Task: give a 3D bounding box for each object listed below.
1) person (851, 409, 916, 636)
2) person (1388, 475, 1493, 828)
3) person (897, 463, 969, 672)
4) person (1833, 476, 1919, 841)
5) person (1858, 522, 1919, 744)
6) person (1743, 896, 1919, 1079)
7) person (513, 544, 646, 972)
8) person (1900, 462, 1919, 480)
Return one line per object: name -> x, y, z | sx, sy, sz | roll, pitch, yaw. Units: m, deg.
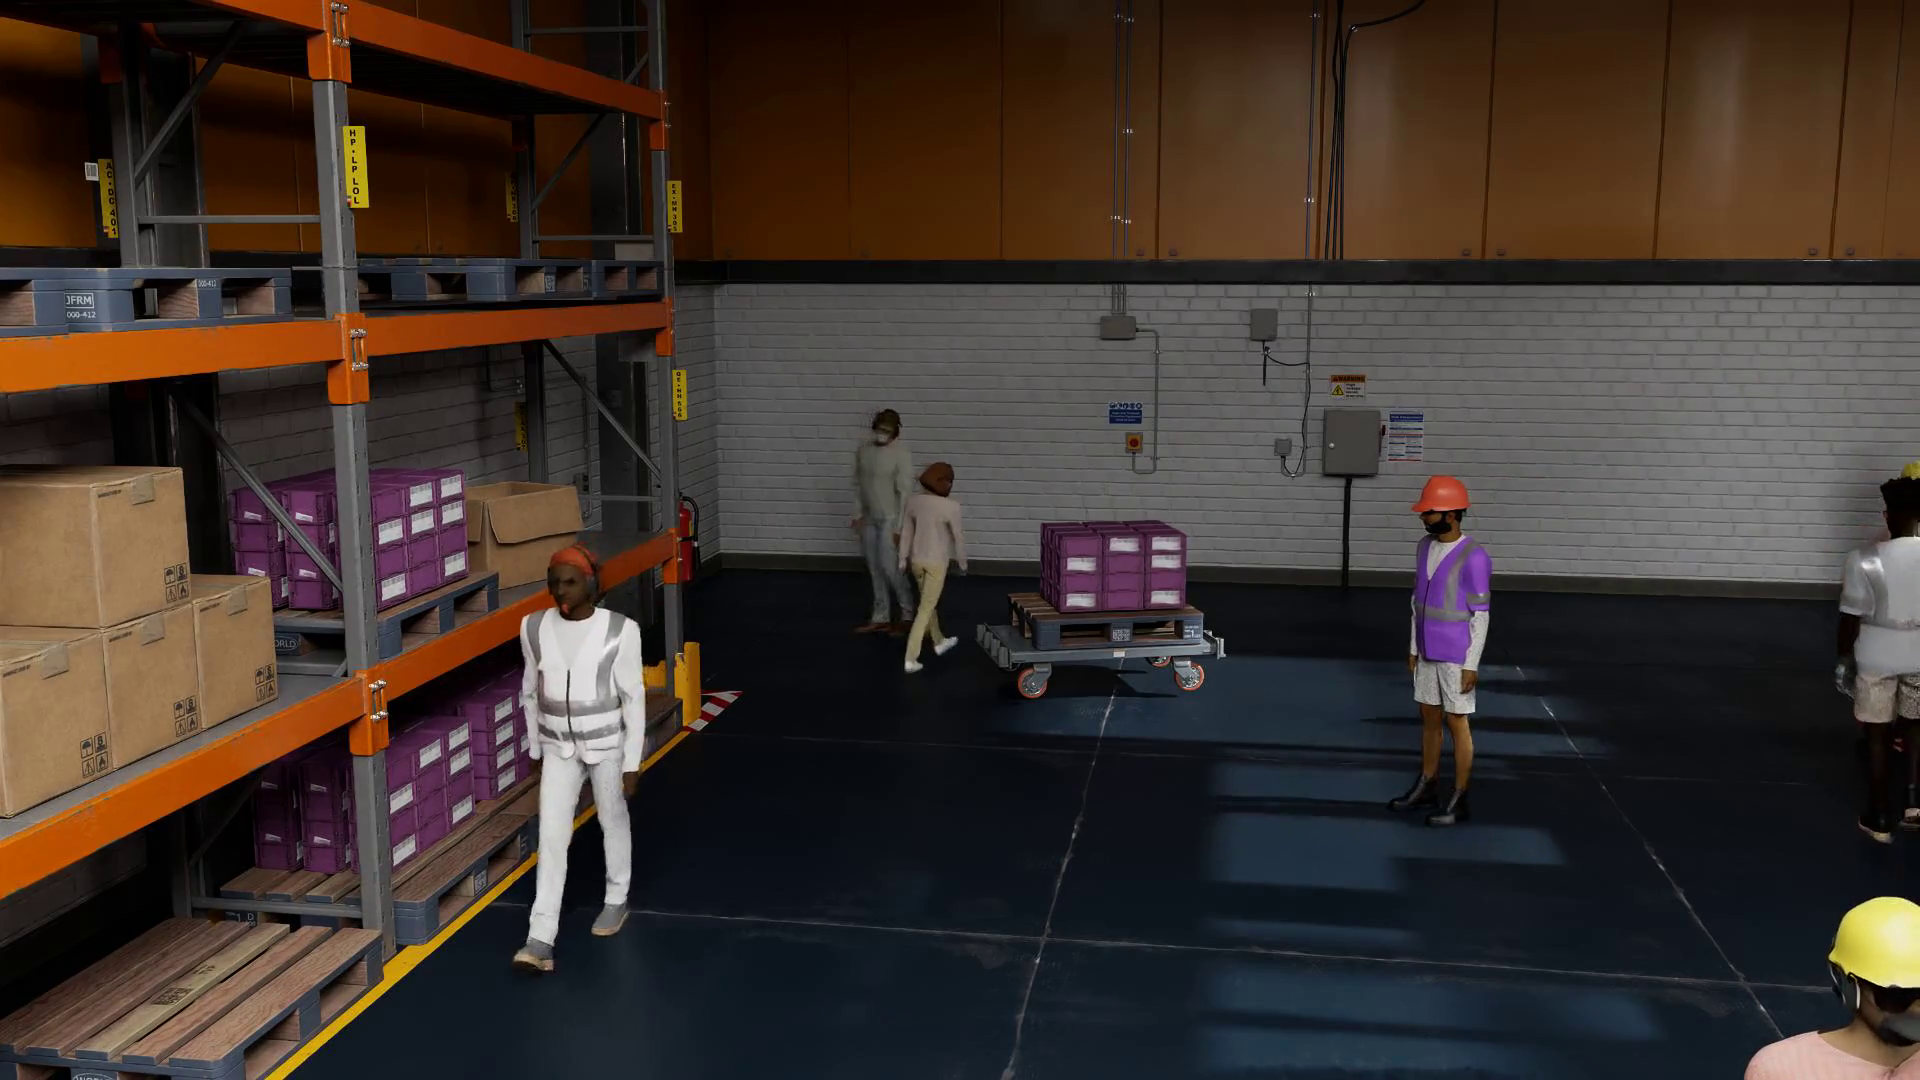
person -> -0.628, -0.147, 13.866 | 0.432, 1.901, 0.671 | -8, 12, -41
person -> 2.636, 0.604, 9.101 | 0.376, 1.934, 0.546 | -4, 10, -22
person -> -0.199, 0.191, 12.740 | 0.523, 1.578, 0.840 | 6, 11, 34
person -> 4.974, 0.630, 8.846 | 0.619, 1.954, 0.420 | 2, 9, 12
person -> 6.073, 0.470, 10.643 | 0.892, 1.701, 0.560 | -5, 10, -29
person -> 1.876, 1.596, 3.492 | 0.523, 1.771, 0.304 | 0, 9, -2
person -> -1.677, 0.945, 7.288 | 0.608, 1.831, 0.966 | 1, 9, 9
person -> 6.618, 0.314, 11.532 | 0.405, 1.718, 0.500 | -3, 10, -18
